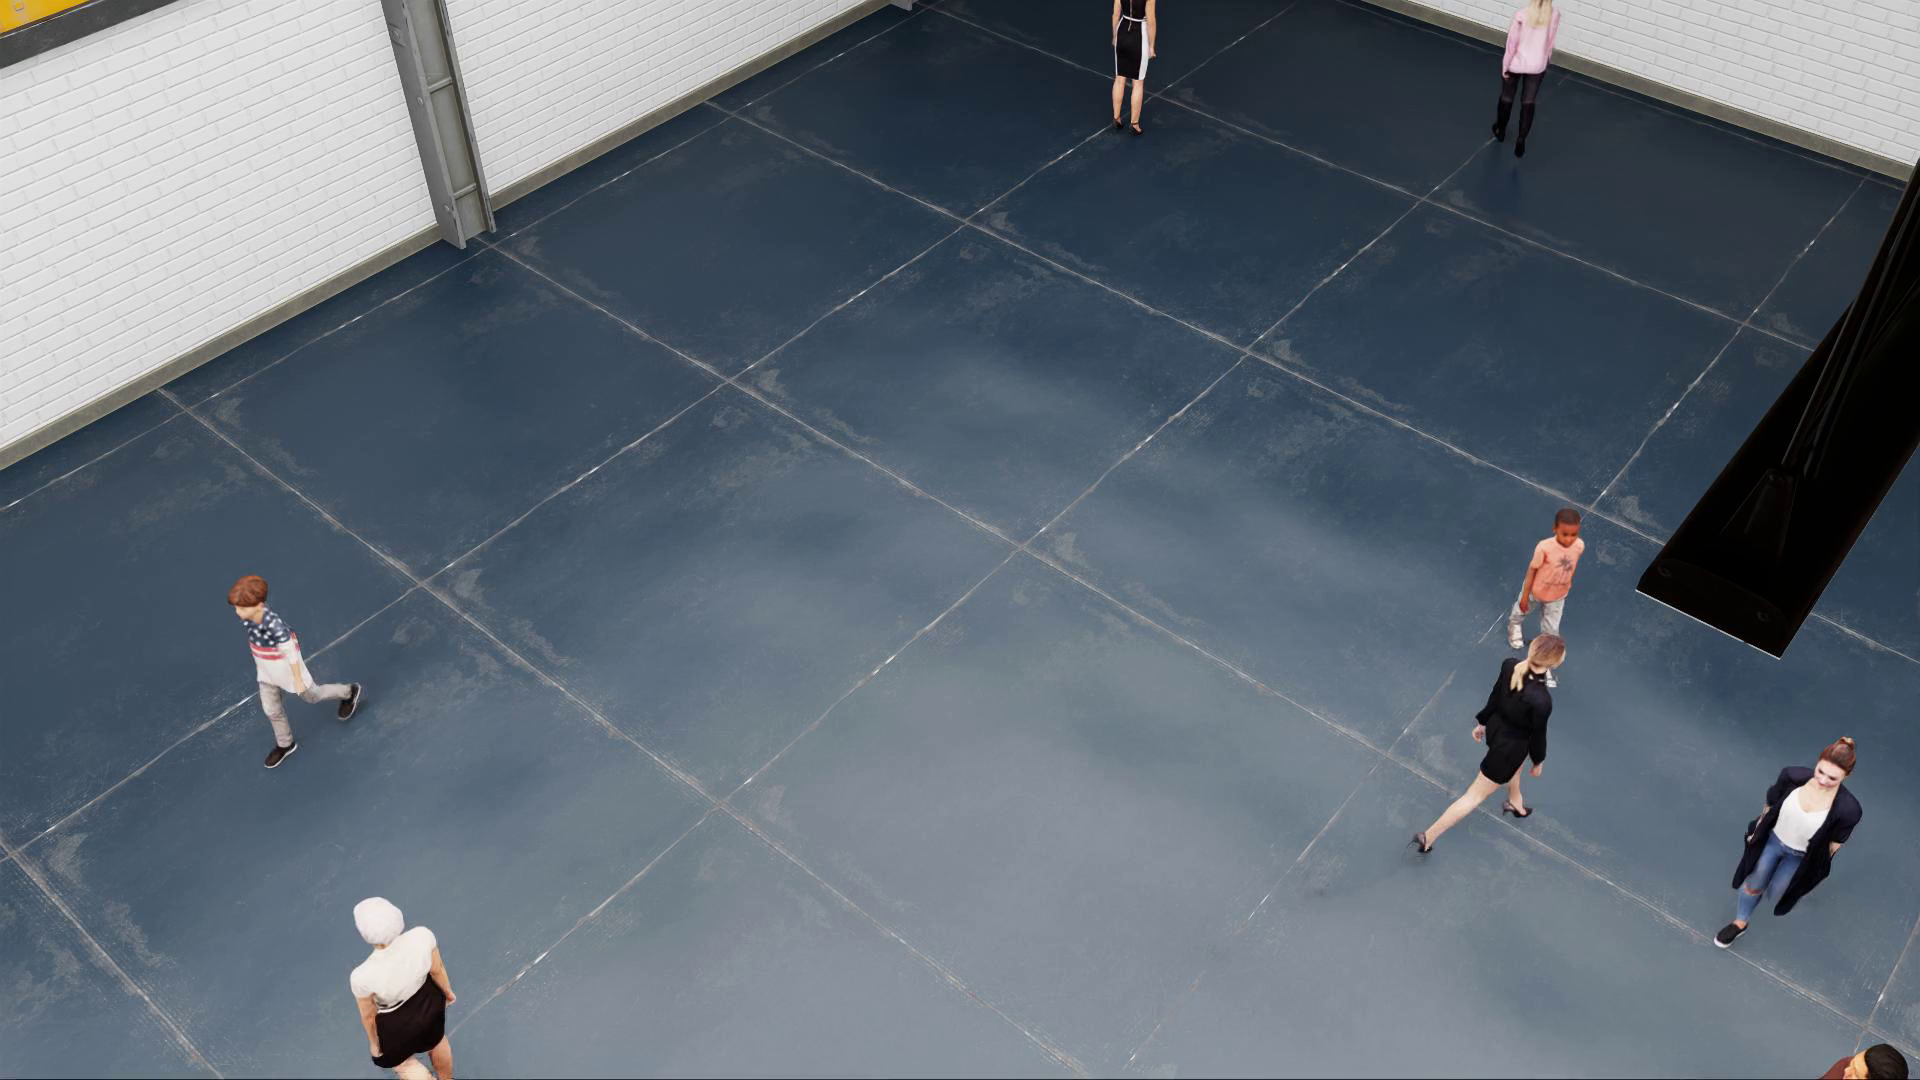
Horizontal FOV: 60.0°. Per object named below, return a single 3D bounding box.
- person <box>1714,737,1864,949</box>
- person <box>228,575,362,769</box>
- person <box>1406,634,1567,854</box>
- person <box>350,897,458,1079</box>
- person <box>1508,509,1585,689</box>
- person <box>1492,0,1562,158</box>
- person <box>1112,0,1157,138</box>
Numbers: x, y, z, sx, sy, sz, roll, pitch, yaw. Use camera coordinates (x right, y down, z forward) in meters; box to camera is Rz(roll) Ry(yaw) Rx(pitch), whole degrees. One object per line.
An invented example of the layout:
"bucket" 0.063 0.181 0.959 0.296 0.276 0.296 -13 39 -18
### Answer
"person" 4.584 1.628 9.080 0.889 1.671 0.733 -27 50 -26
"person" -4.112 0.731 10.209 0.637 1.412 0.991 21 47 20
"person" 3.035 1.216 9.479 1.218 1.717 0.995 -13 45 -13
"person" -2.656 2.409 8.214 0.681 1.736 0.749 29 51 27
"person" 3.775 0.270 10.792 0.815 1.276 0.945 1 44 1
"person" 5.235 -4.343 15.349 0.912 1.669 1.068 4 44 5
"person" 1.614 -4.630 15.559 0.609 1.796 0.513 25 49 24
